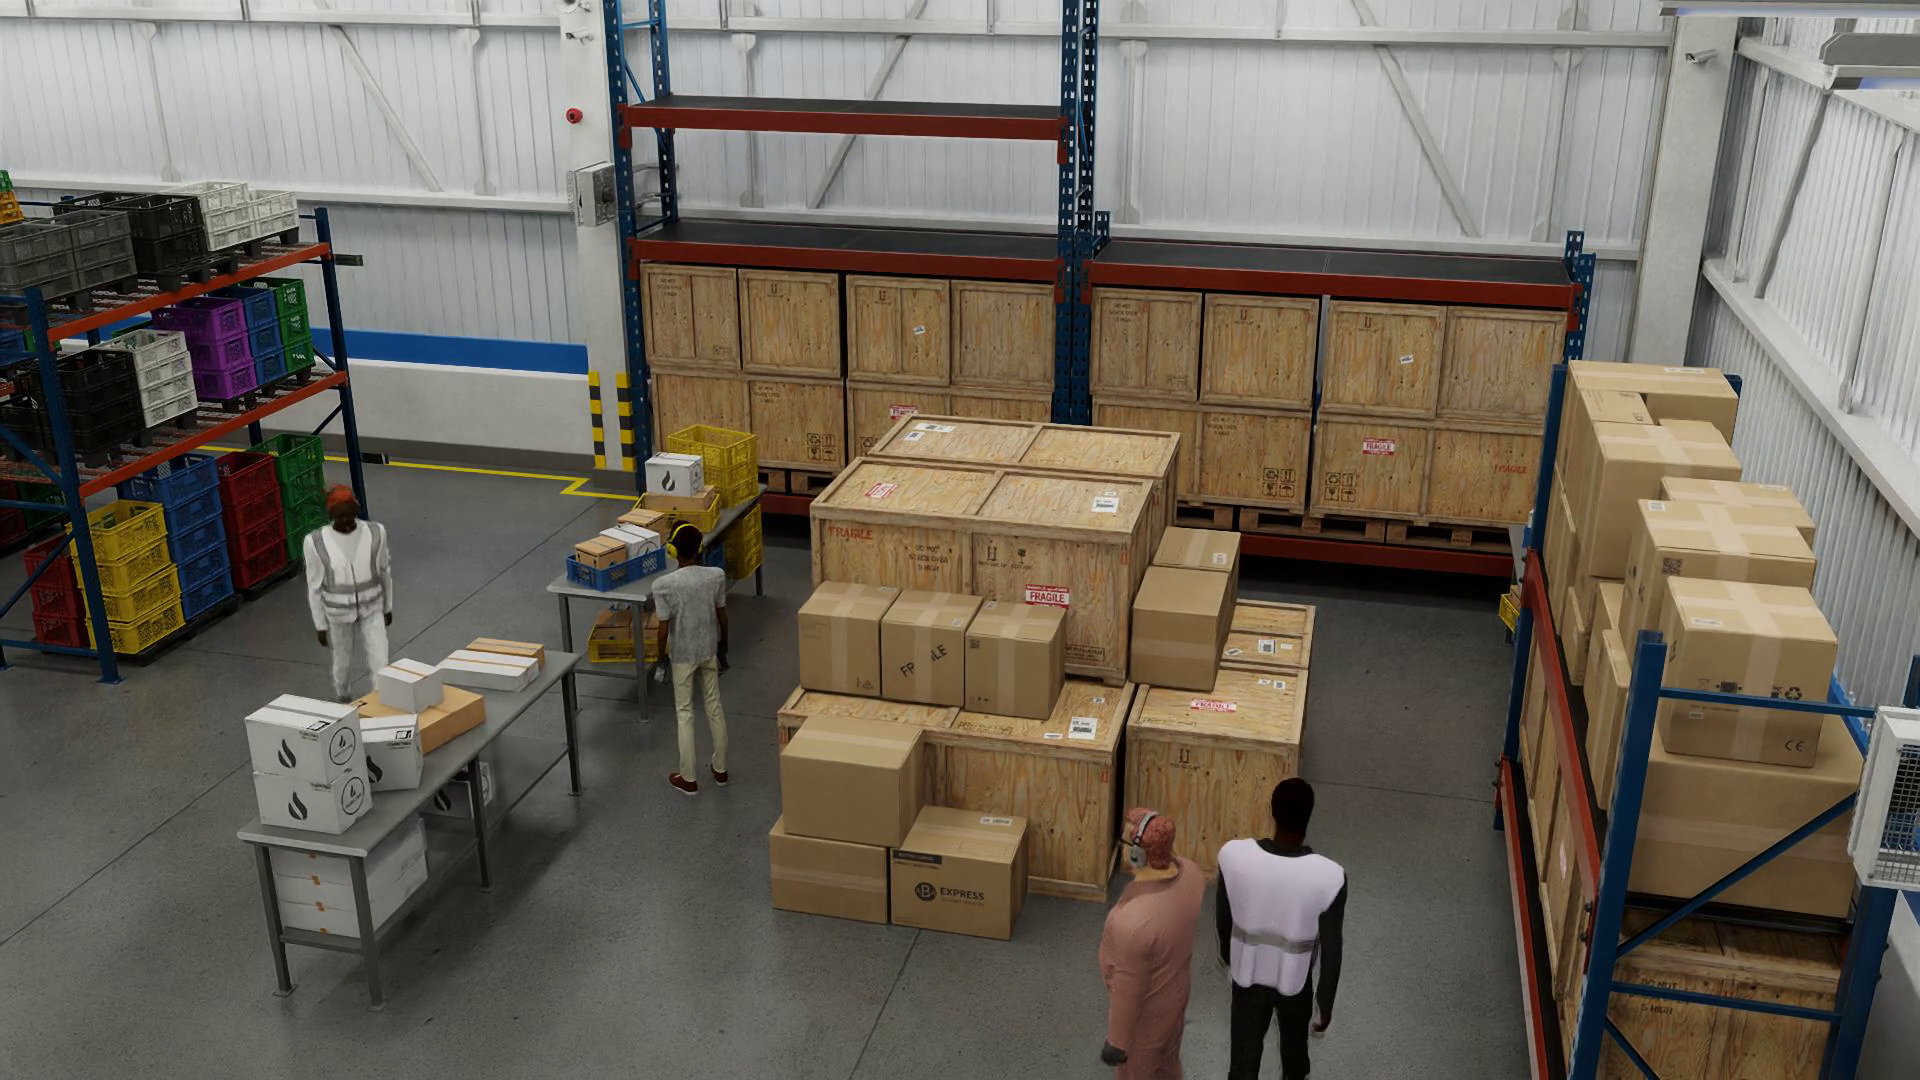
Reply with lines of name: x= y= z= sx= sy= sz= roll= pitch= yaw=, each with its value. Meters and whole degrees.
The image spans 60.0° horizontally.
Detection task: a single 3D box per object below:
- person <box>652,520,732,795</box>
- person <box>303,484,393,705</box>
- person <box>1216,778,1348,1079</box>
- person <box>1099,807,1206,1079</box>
person: x=-1.739 y=0.758 z=10.802 sx=0.521 sy=1.872 sz=0.325 roll=-12 pitch=24 yaw=-29
person: x=-4.219 y=0.475 z=11.562 sx=0.578 sy=1.856 sz=0.843 roll=-12 pitch=24 yaw=-28
person: x=1.460 y=1.954 z=7.687 sx=0.594 sy=1.860 sz=0.989 roll=6 pitch=22 yaw=16
person: x=0.812 y=2.047 z=7.382 sx=0.403 sy=1.905 sz=0.650 roll=13 pitch=24 yaw=30
